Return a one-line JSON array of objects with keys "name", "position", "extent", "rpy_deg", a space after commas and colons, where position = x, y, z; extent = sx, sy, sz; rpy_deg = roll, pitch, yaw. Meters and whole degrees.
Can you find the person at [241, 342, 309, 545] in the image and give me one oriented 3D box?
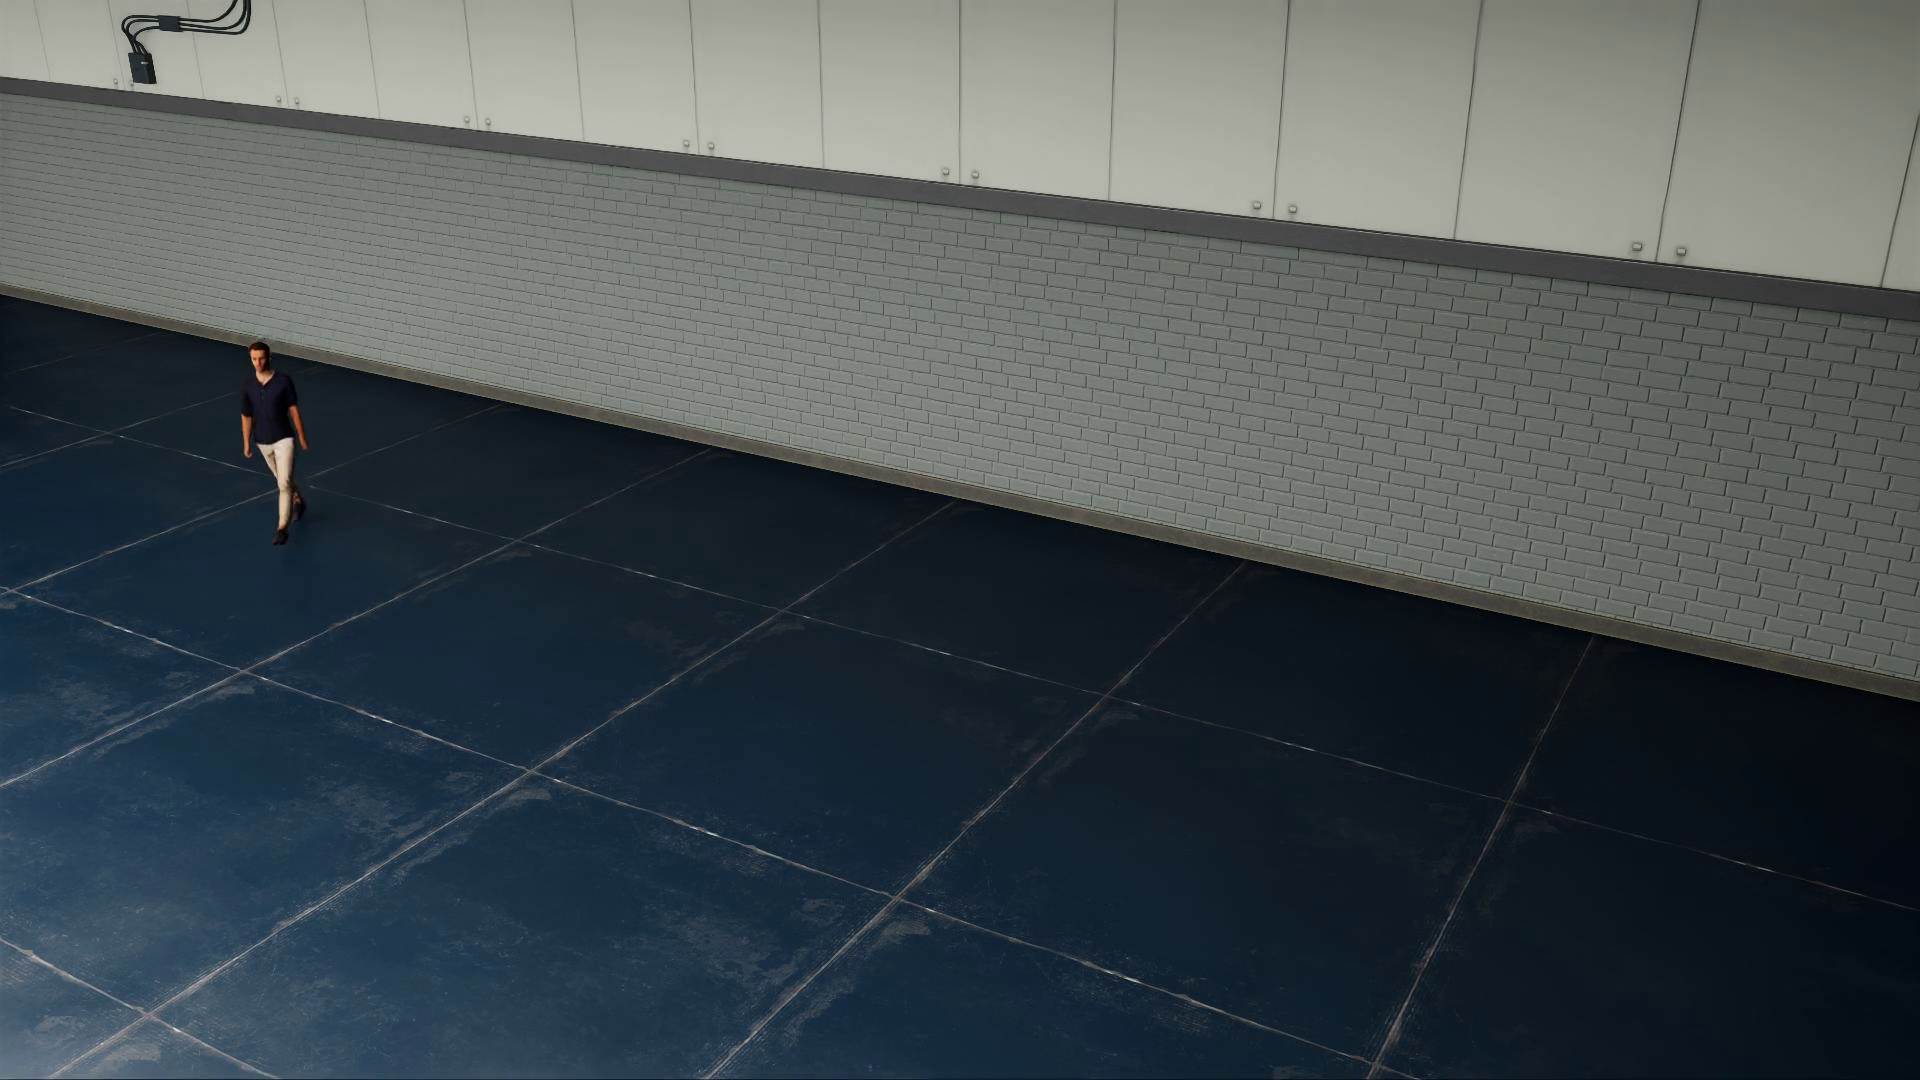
[{"name": "person", "position": [-6.236, -0.927, 15.222], "extent": [1.084, 1.812, 1.292], "rpy_deg": [-1, 23, -2]}]
